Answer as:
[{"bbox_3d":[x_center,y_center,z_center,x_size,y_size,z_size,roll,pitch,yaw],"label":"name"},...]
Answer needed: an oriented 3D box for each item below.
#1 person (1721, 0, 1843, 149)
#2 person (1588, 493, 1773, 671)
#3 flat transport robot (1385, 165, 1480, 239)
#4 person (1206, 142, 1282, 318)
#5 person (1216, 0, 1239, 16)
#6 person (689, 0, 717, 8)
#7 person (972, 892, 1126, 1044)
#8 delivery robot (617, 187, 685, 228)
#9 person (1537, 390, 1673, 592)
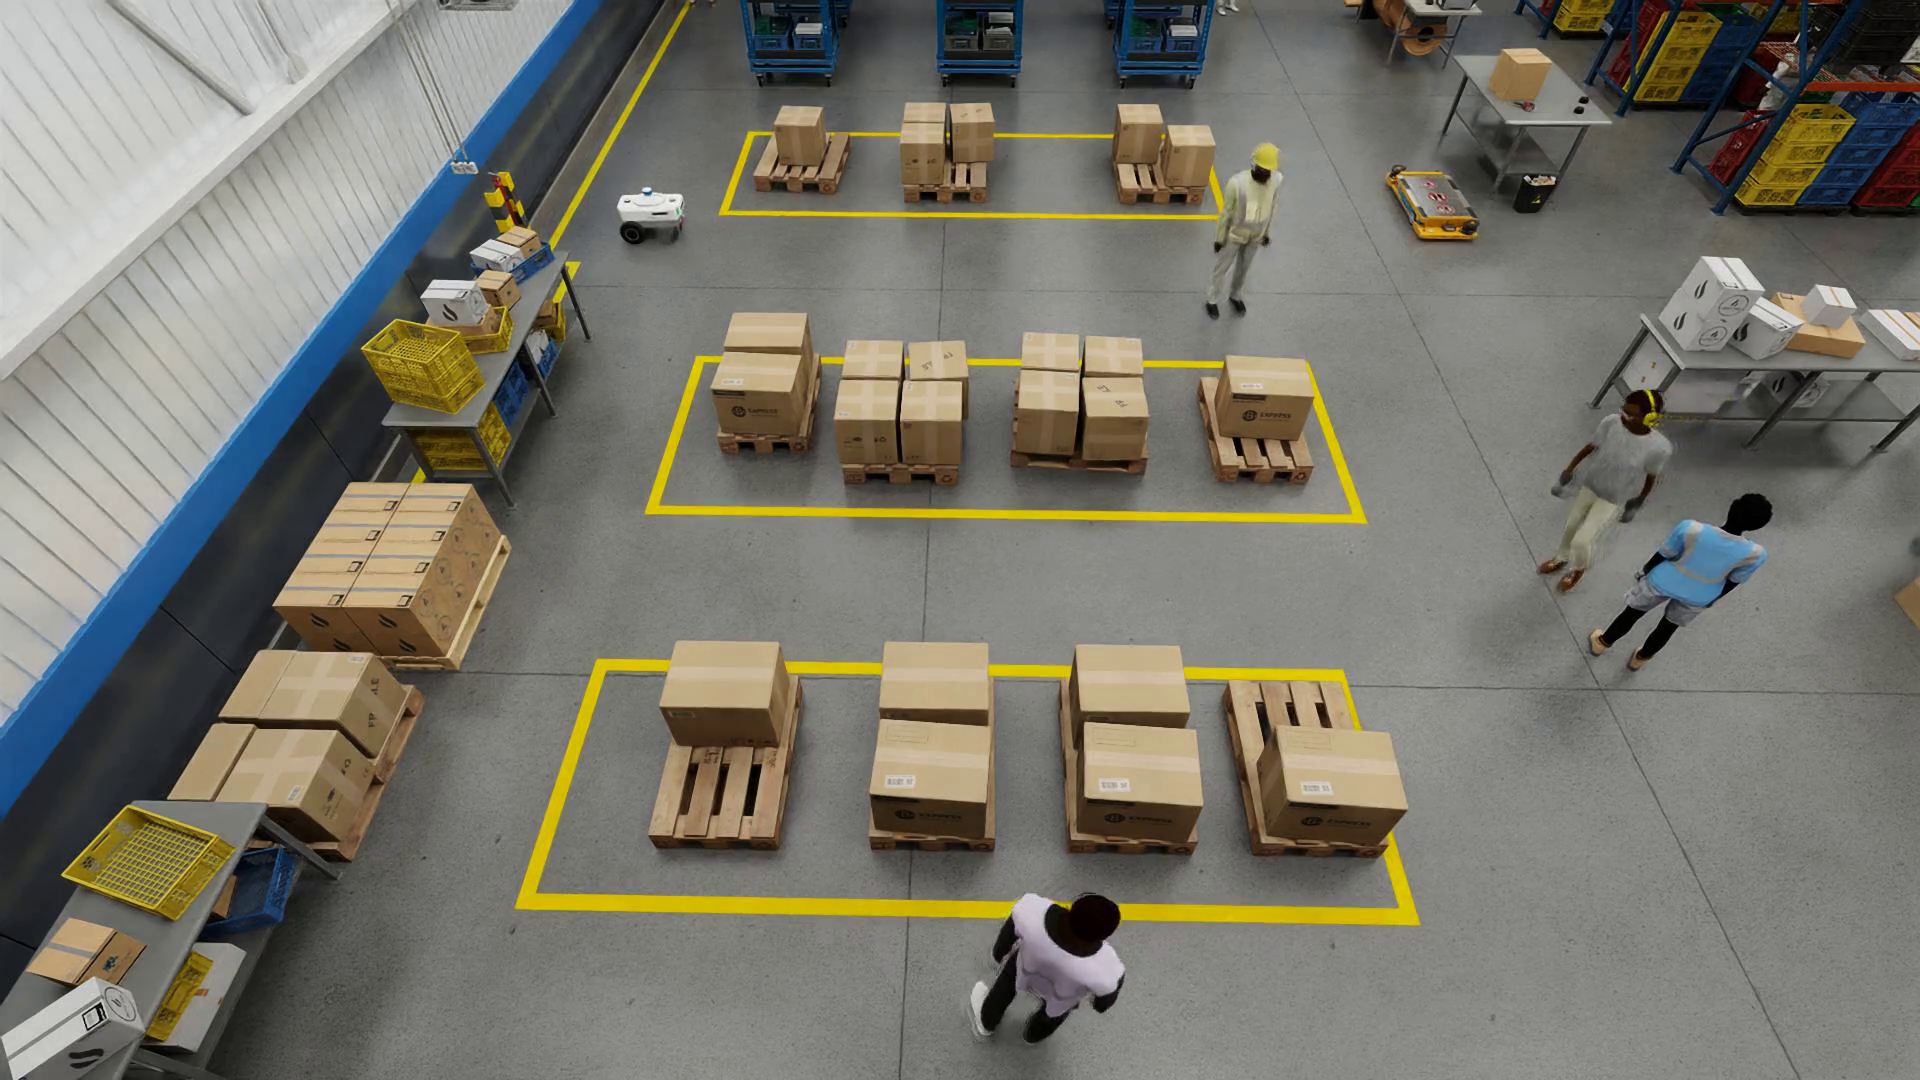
[{"bbox_3d":[10.272,-5.713,11.400,0.574,1.884,0.358,-15,51,-12],"label":"person"},{"bbox_3d":[4.959,0.307,6.310,0.538,1.700,0.317,26,54,21],"label":"person"},{"bbox_3d":[5.692,-4.094,11.059,0.652,0.197,1.431,1,49,1],"label":"flat transport robot"},{"bbox_3d":[2.839,-3.083,9.160,0.599,1.828,0.403,-13,50,-11],"label":"person"},{"bbox_3d":[4.478,-9.390,14.743,0.515,1.640,0.315,-24,53,-20],"label":"person"},{"bbox_3d":[-4.368,-9.758,14.840,0.613,1.985,0.416,-7,50,-6],"label":"person"},{"bbox_3d":[0.413,2.190,4.568,0.710,1.880,0.454,28,55,22],"label":"person"},{"bbox_3d":[-3.554,-3.825,10.580,0.707,0.478,0.477,-2,49,-2],"label":"delivery robot"},{"bbox_3d":[4.763,-0.371,6.812,0.483,1.827,0.531,-20,52,-17],"label":"person"}]
